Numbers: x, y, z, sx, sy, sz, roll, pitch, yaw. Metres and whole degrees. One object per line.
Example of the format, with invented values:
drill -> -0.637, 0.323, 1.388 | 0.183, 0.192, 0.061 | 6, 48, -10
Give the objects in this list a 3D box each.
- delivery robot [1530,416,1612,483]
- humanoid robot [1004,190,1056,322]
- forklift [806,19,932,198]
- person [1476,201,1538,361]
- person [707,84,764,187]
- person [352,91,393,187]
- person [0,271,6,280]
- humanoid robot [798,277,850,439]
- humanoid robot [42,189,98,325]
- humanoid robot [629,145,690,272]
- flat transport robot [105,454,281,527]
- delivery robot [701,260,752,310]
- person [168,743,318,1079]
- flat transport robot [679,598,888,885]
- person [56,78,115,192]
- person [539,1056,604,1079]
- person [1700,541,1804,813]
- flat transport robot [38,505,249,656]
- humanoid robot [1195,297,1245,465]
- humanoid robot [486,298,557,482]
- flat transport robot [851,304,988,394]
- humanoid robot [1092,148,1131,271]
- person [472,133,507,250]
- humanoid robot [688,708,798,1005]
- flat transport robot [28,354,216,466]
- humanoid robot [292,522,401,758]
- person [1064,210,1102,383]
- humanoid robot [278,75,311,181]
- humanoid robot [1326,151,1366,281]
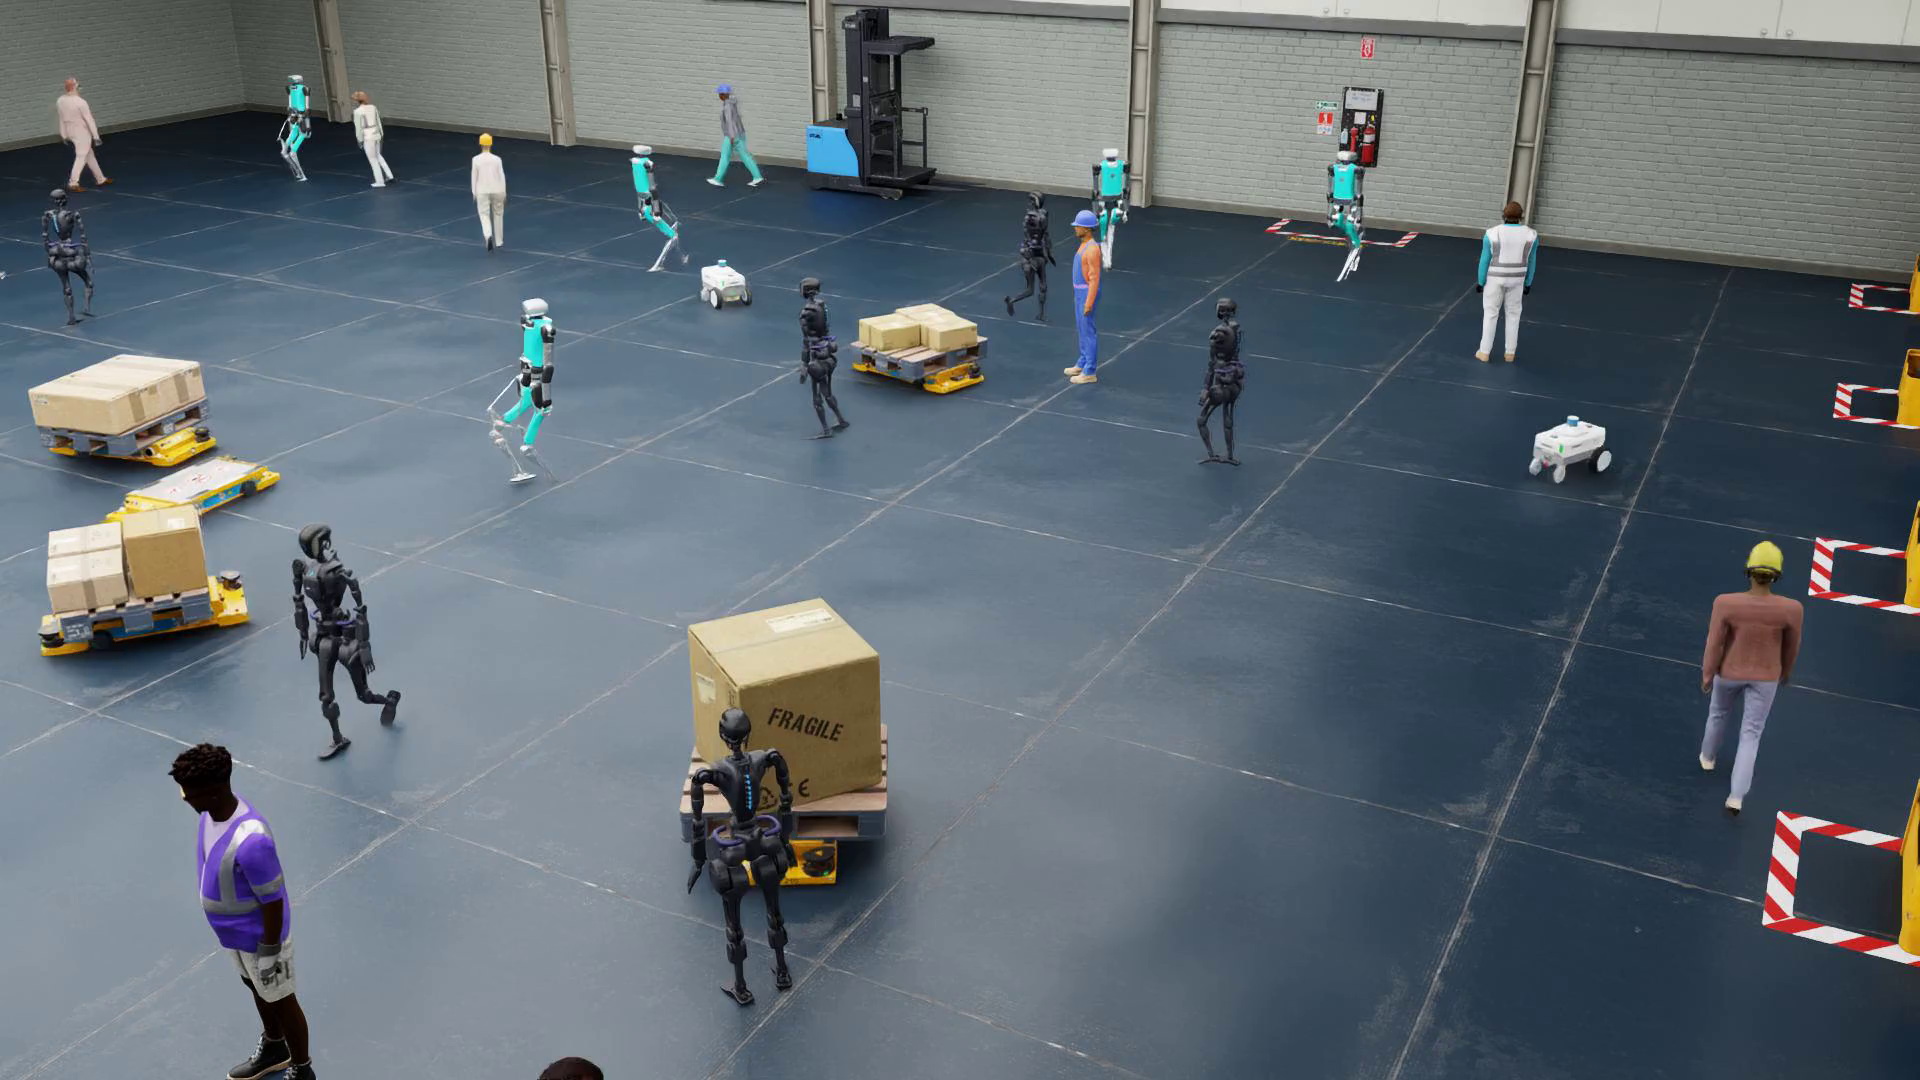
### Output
delivery robot -> 5.814, -0.902, 15.860 | 0.738, 0.563, 0.499 | -15, 28, -31
humanoid robot -> 0.884, -3.541, 20.647 | 0.608, 1.640, 0.592 | 15, 27, 31
forklift -> -1.573, -7.292, 27.850 | 1.873, 2.768, 1.129 | 12, 26, 25
person -> 6.236, -2.956, 19.055 | 0.633, 1.839, 0.429 | 2, 23, 4
person -> -3.845, -6.875, 28.315 | 0.946, 1.712, 0.584 | 4, 24, 8
person -> -10.044, -6.822, 28.335 | 0.370, 1.612, 0.540 | 9, 25, 19
person -> -13.244, -4.165, 21.946 | 0.581, 1.769, 0.894 | 11, 26, 24
humanoid robot -> -1.370, -1.827, 16.643 | 0.405, 1.646, 0.590 | 8, 25, 18
humanoid robot -> -11.022, -3.492, 20.510 | 0.597, 1.648, 0.362 | 2, 23, 5
humanoid robot -> -4.067, -4.585, 23.037 | 0.894, 1.818, 0.557 | -18, 29, -35
flat transport robot -> -6.972, -0.429, 15.161 | 0.659, 0.231, 1.431 | 9, 25, 20
delivery robot -> -3.050, -3.297, 21.501 | 0.518, 0.614, 0.786 | -13, 27, -28
person -> -3.345, 1.810, 7.809 | 0.381, 1.958, 0.606 | -20, 30, -39
flat transport robot -> -1.050, 1.661, 10.297 | 0.659, 0.231, 1.431 | -1, 23, -1
person -> -14.870, -6.846, 28.091 | 0.662, 1.858, 0.992 | 12, 26, 25
person -> -1.351, 2.641, 5.942 | 0.411, 1.909, 0.634 | 7, 24, 15
person -> 4.915, 0.834, 10.378 | 0.532, 1.721, 0.860 | 10, 25, 22
flat transport robot -> -6.322, 0.545, 12.893 | 1.431, 0.231, 0.659 | -11, 26, -24
humanoid robot -> 2.510, -1.513, 15.905 | 0.431, 1.644, 0.589 | 16, 28, 33
humanoid robot -> -4.078, -1.288, 15.357 | 0.764, 1.817, 0.541 | -17, 29, -35
flat transport robot -> -0.468, -1.935, 18.668 | 1.431, 0.231, 0.659 | 20, 30, 39
humanoid robot -> 2.031, -4.543, 22.853 | 0.557, 1.731, 0.968 | -3, 23, -8
person -> -6.807, -5.027, 24.074 | 0.481, 1.670, 0.664 | -7, 24, -15
humanoid robot -> -1.117, 1.619, 8.591 | 0.599, 1.657, 0.315 | -12, 26, -25
flat transport robot -> -8.190, -0.976, 16.436 | 1.431, 0.231, 0.659 | 7, 24, 15
humanoid robot -> -4.077, 0.604, 11.013 | 0.610, 1.636, 0.687 | 9, 25, 19
person -> 1.377, -2.682, 18.329 | 0.355, 1.908, 0.535 | -3, 23, -8
humanoid robot -> -11.632, -7.155, 28.970 | 0.582, 1.768, 0.795 | 12, 26, 26
humanoid robot -> 5.384, -4.455, 22.699 | 0.546, 1.773, 0.950 | 19, 29, 37
